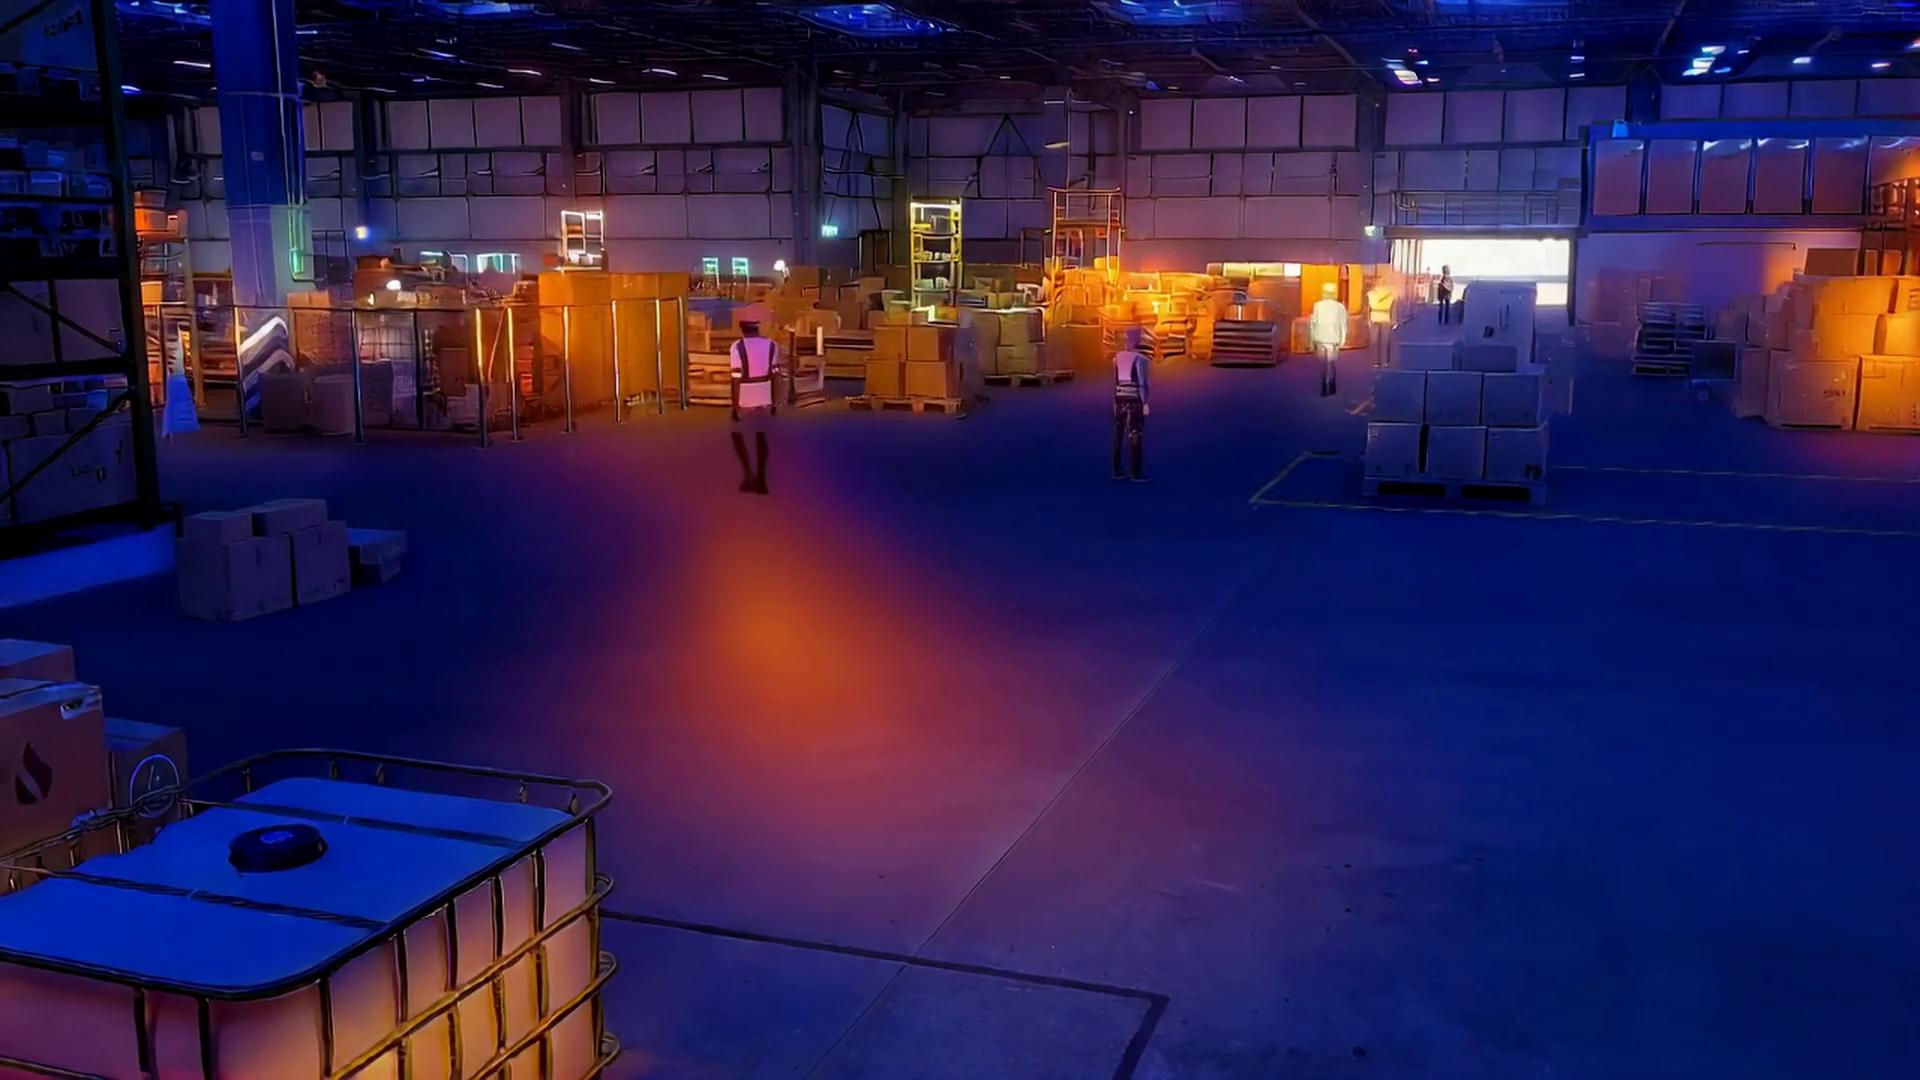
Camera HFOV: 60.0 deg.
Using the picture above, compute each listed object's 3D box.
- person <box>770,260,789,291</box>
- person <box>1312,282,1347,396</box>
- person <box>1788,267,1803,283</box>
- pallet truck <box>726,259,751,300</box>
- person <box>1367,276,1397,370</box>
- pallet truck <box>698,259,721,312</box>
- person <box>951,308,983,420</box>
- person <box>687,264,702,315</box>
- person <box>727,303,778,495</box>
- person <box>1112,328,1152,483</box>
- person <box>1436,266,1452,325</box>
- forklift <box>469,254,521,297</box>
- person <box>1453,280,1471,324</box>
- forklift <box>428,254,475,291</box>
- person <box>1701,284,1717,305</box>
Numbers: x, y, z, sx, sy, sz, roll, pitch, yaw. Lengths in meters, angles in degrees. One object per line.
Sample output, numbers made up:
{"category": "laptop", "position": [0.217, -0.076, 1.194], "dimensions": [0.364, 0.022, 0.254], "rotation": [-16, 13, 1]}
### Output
{"category": "person", "position": [-5.668, -7.914, 53.108], "dimensions": [0.635, 2.000, 0.983], "rotation": [-8, 13, -37]}
{"category": "person", "position": [6.186, -3.377, 27.911], "dimensions": [0.552, 1.880, 1.026], "rotation": [2, 10, 12]}
{"category": "person", "position": [20.037, -5.568, 40.001], "dimensions": [0.369, 1.967, 0.601], "rotation": [0, 10, -2]}
{"category": "pallet truck", "position": [-7.986, -9.493, 62.019], "dimensions": [0.823, 1.965, 1.885], "rotation": [3, 11, 17]}
{"category": "person", "position": [8.519, -4.380, 33.579], "dimensions": [0.598, 1.883, 0.943], "rotation": [5, 11, 25]}
{"category": "pallet truck", "position": [-9.165, -9.627, 62.776], "dimensions": [0.823, 1.965, 1.885], "rotation": [4, 11, 23]}
{"category": "person", "position": [0.128, -2.531, 23.874], "dimensions": [0.517, 1.609, 0.510], "rotation": [-9, 14, -43]}
{"category": "person", "position": [-8.529, -7.871, 53.217], "dimensions": [0.762, 1.886, 0.653], "rotation": [6, 12, 29]}
{"category": "person", "position": [-2.079, -1.405, 16.706], "dimensions": [0.551, 1.921, 0.424], "rotation": [-6, 12, -31]}
{"category": "person", "position": [1.807, -1.418, 17.561], "dimensions": [0.315, 1.636, 0.515], "rotation": [-7, 12, -36]}
{"category": "person", "position": [15.218, -7.683, 52.253], "dimensions": [0.509, 1.844, 0.329], "rotation": [8, 13, 39]}
{"category": "forklift", "position": [-17.990, -10.121, 64.684], "dimensions": [1.157, 1.987, 2.680], "rotation": [3, 11, 17]}
{"category": "person", "position": [10.833, -4.681, 35.622], "dimensions": [0.542, 1.734, 0.728], "rotation": [7, 12, 36]}
{"category": "forklift", "position": [-20.133, -10.254, 65.465], "dimensions": [1.157, 1.987, 2.680], "rotation": [3, 11, 19]}
{"category": "person", "position": [23.497, -7.698, 52.151], "dimensions": [0.644, 1.904, 0.399], "rotation": [0, 10, 0]}
